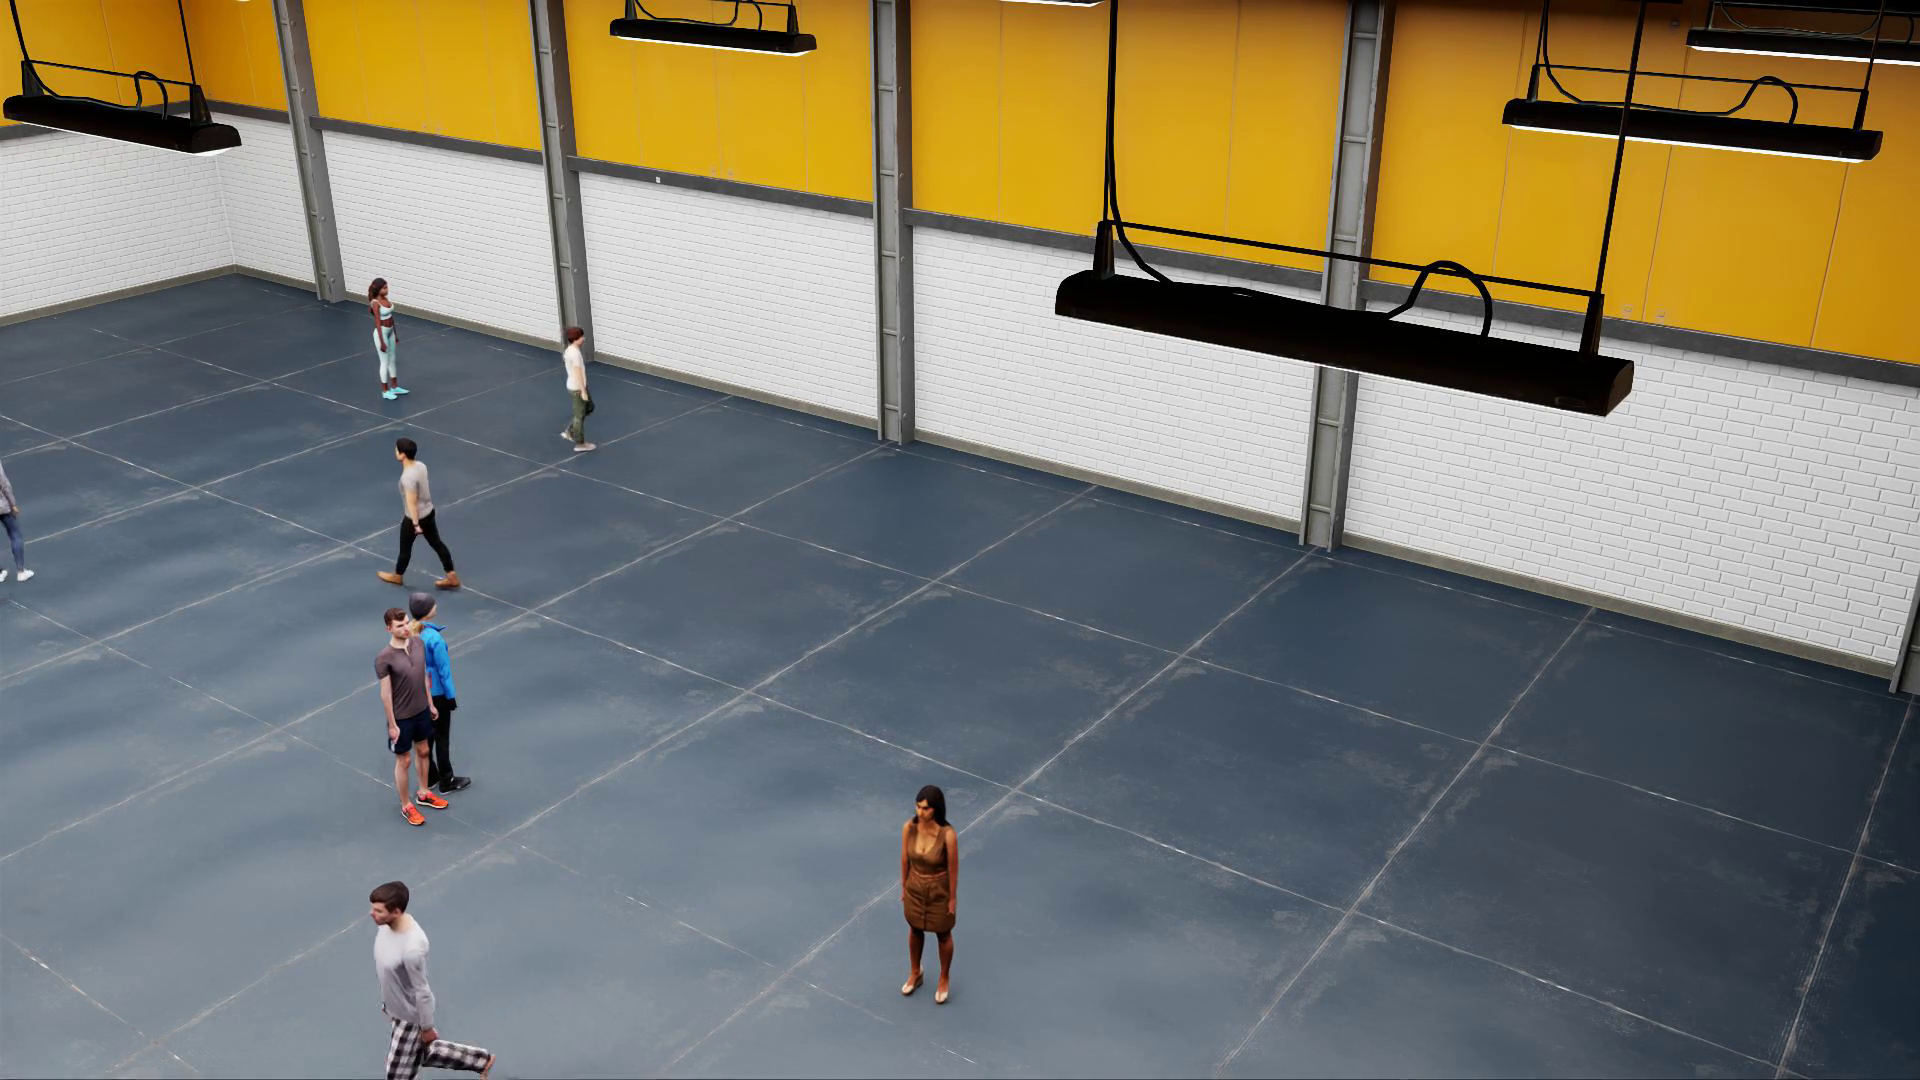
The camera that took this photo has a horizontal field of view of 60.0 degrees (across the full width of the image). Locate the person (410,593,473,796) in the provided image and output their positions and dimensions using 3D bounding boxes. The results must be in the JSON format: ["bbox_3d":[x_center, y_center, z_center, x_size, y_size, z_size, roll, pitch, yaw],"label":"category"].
[{"bbox_3d":[-4.376,1.260,13.775,0.454,1.800,0.675,16,29,33],"label":"person"}]

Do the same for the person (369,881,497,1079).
[{"bbox_3d":[-3.278,2.827,10.160,0.938,1.824,1.065,-15,28,-31],"label":"person"}]

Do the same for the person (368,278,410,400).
[{"bbox_3d":[-8.028,-2.827,23.221,0.655,1.723,0.645,4,24,10],"label":"person"}]

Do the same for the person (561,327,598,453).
[{"bbox_3d":[-4.963,-1.916,21.234,0.805,1.646,0.750,-6,24,-13],"label":"person"}]

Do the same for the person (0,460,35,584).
[{"bbox_3d":[-10.245,-0.351,17.546,0.731,1.731,0.788,-4,24,-9],"label":"person"}]

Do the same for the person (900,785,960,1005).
[{"bbox_3d":[-0.201,2.397,11.311,0.506,1.689,0.653,10,26,22],"label":"person"}]

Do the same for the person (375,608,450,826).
[{"bbox_3d":[-4.455,1.386,13.421,0.566,1.853,0.661,13,27,27],"label":"person"}]

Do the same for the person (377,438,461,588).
[{"bbox_3d":[-5.576,-0.243,17.372,1.189,1.673,0.903,4,24,10],"label":"person"}]
